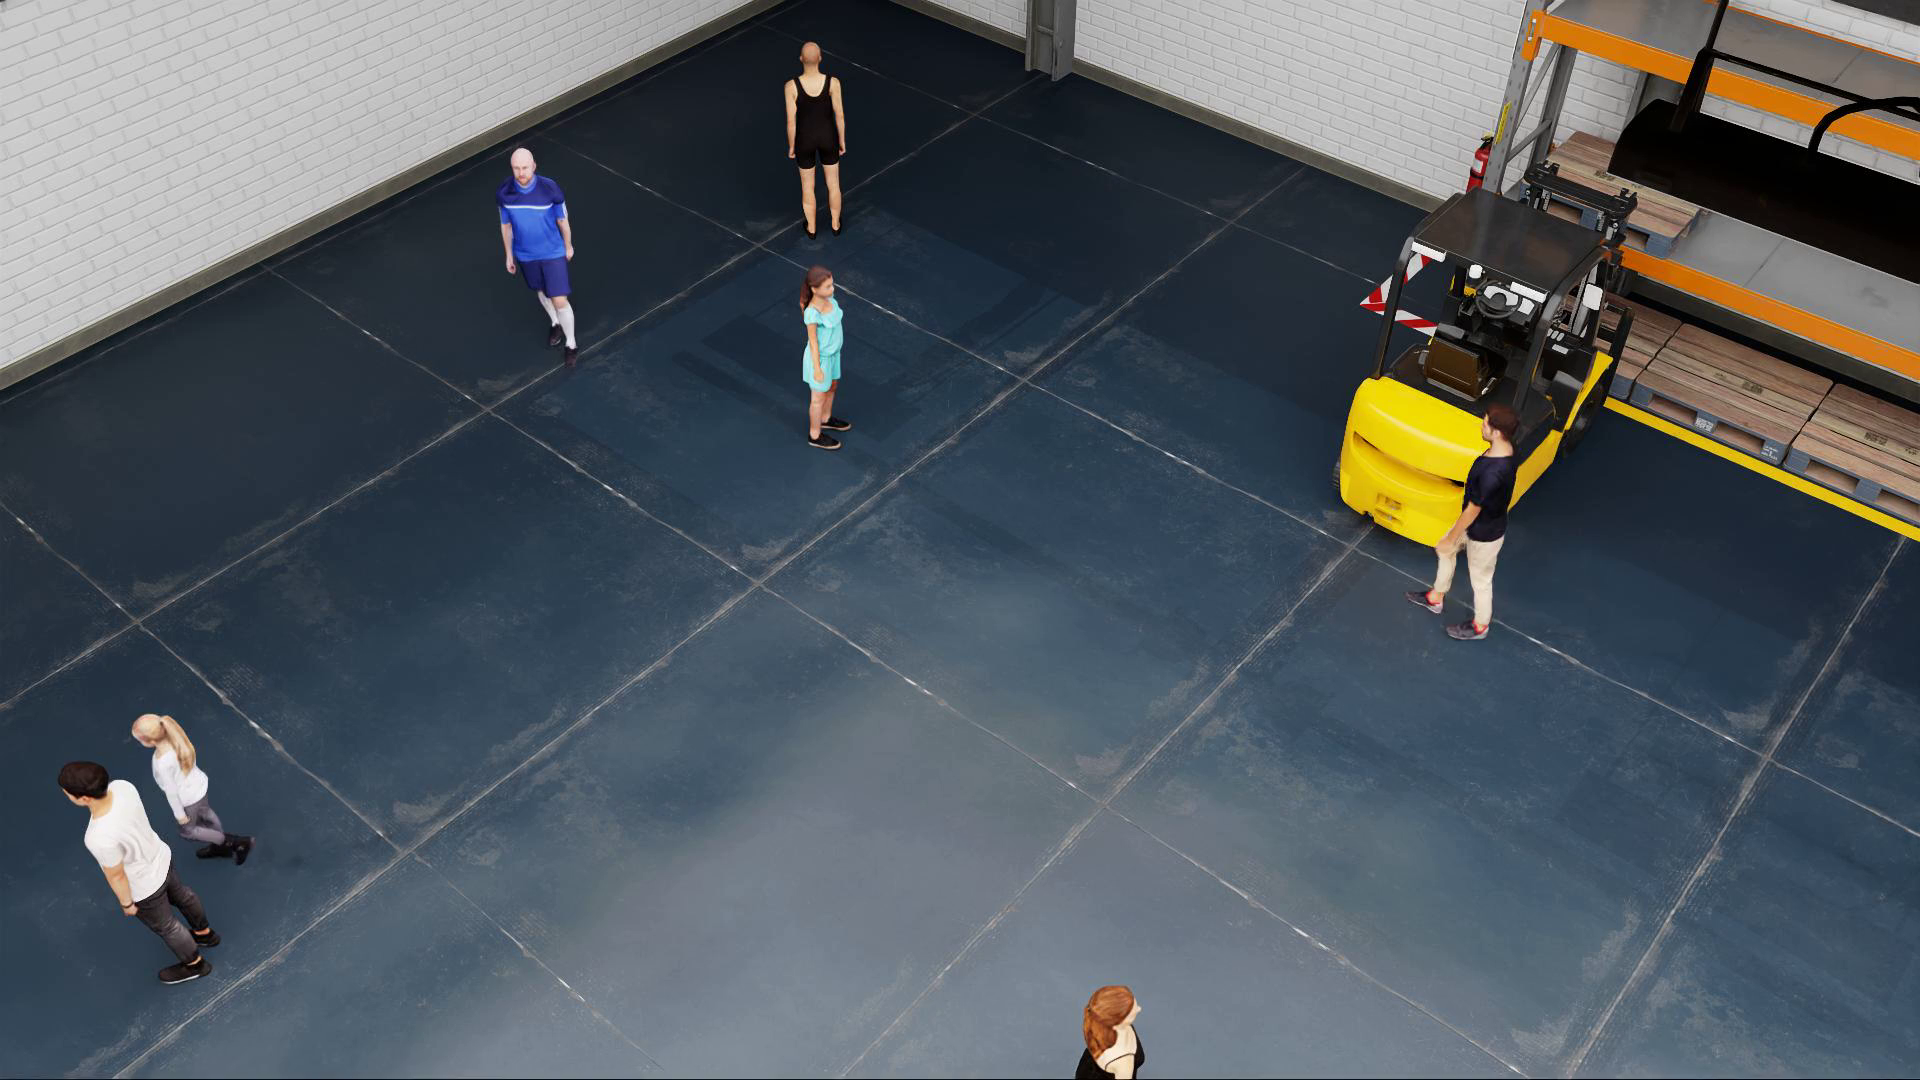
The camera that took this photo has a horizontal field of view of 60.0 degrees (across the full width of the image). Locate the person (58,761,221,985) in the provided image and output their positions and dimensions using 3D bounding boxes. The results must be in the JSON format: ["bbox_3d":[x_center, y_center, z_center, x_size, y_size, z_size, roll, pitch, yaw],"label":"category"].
[{"bbox_3d":[-4.368,1.756,8.890,0.741,1.717,0.681,-4,44,-4],"label":"person"}]

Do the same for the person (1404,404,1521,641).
[{"bbox_3d":[3.458,-0.057,10.715,0.936,1.826,0.833,11,45,11],"label":"person"}]

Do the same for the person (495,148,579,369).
[{"bbox_3d":[-3.284,-2.310,13.086,0.941,1.817,0.981,2,44,3],"label":"person"}]

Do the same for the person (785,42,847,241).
[{"bbox_3d":[-1.228,-3.407,14.238,0.707,1.816,0.733,-8,44,-8],"label":"person"}]

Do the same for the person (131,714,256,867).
[{"bbox_3d":[-4.364,1.442,9.544,0.748,1.270,0.688,-4,44,-4],"label":"person"}]

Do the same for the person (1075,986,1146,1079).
[{"bbox_3d":[0.693,2.625,8.046,0.726,1.623,0.653,-10,45,-10],"label":"person"}]

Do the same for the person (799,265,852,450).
[{"bbox_3d":[-1.013,-1.370,12.287,0.617,1.557,0.610,14,45,14],"label":"person"}]
